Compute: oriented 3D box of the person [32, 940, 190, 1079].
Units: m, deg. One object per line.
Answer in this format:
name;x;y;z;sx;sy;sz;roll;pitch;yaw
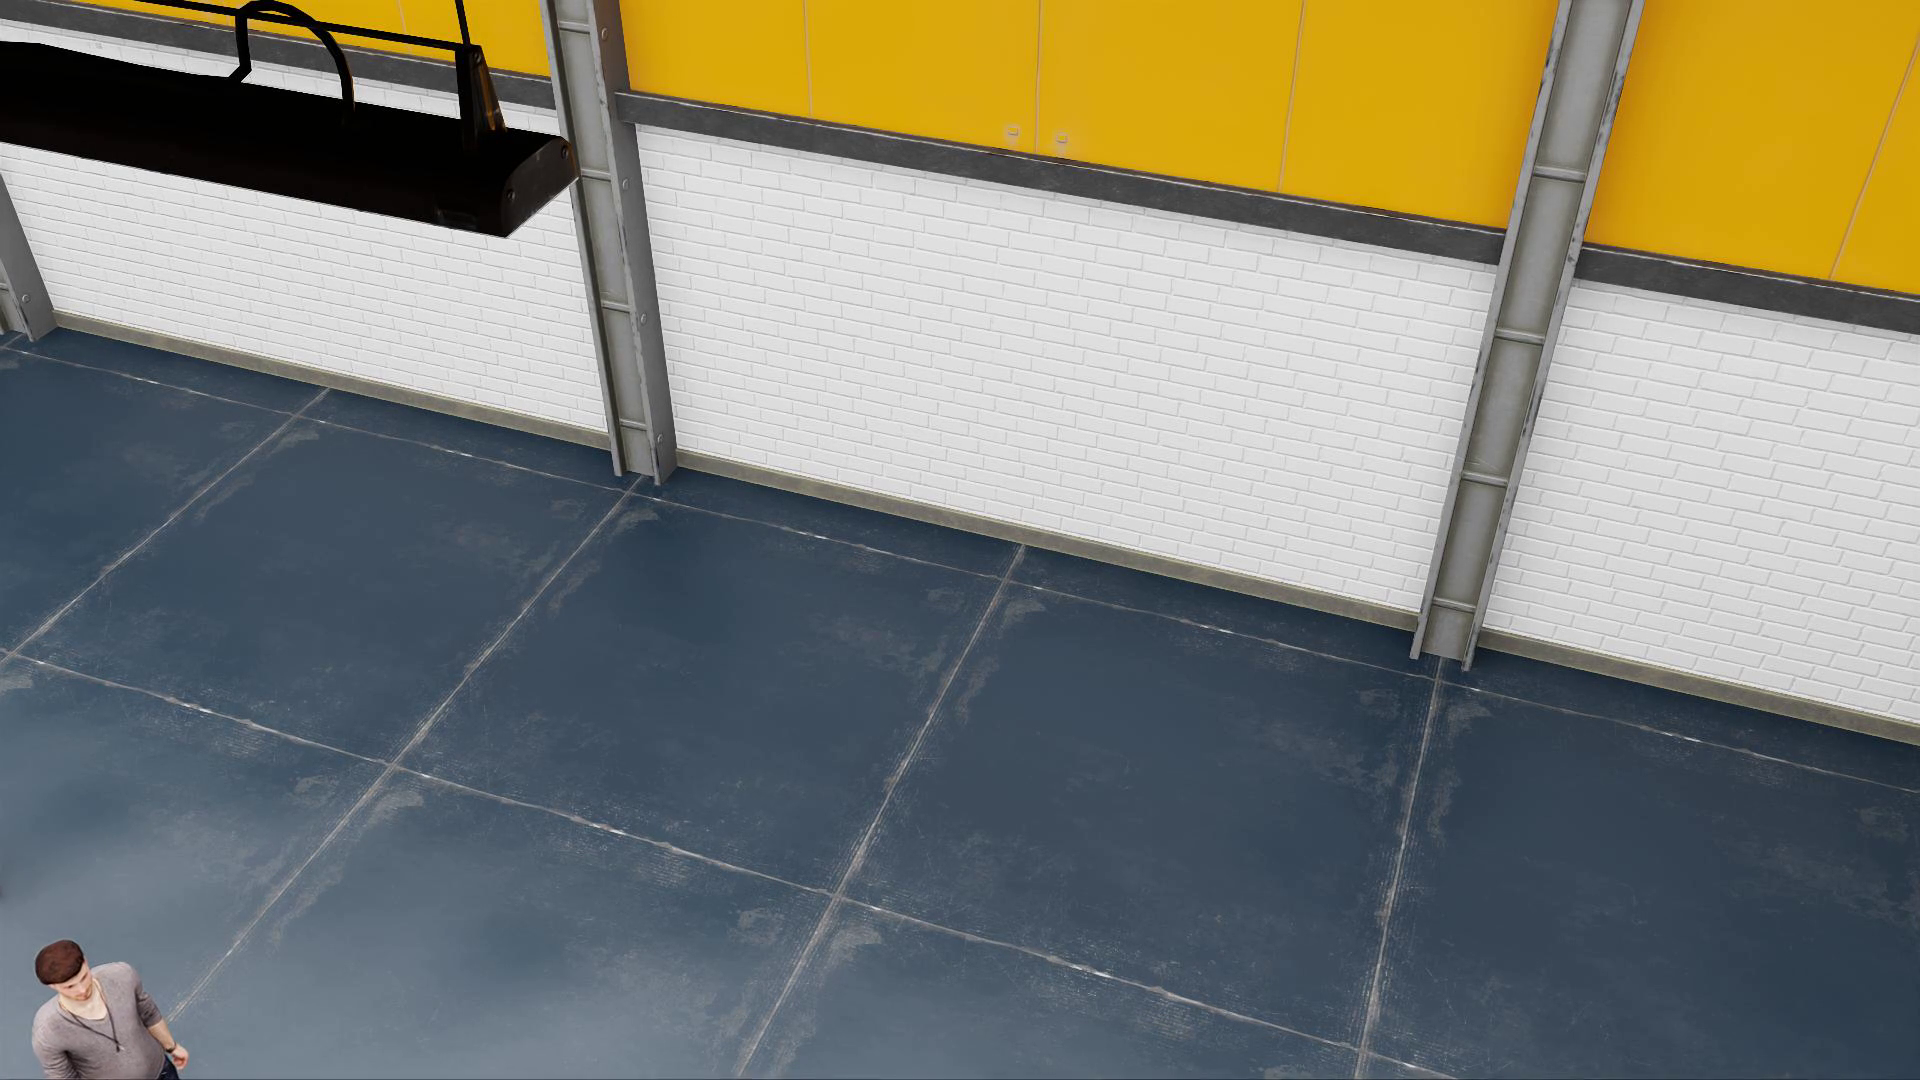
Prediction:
person;-3.758;2.438;7.494;0.645;1.903;0.745;21;43;24
